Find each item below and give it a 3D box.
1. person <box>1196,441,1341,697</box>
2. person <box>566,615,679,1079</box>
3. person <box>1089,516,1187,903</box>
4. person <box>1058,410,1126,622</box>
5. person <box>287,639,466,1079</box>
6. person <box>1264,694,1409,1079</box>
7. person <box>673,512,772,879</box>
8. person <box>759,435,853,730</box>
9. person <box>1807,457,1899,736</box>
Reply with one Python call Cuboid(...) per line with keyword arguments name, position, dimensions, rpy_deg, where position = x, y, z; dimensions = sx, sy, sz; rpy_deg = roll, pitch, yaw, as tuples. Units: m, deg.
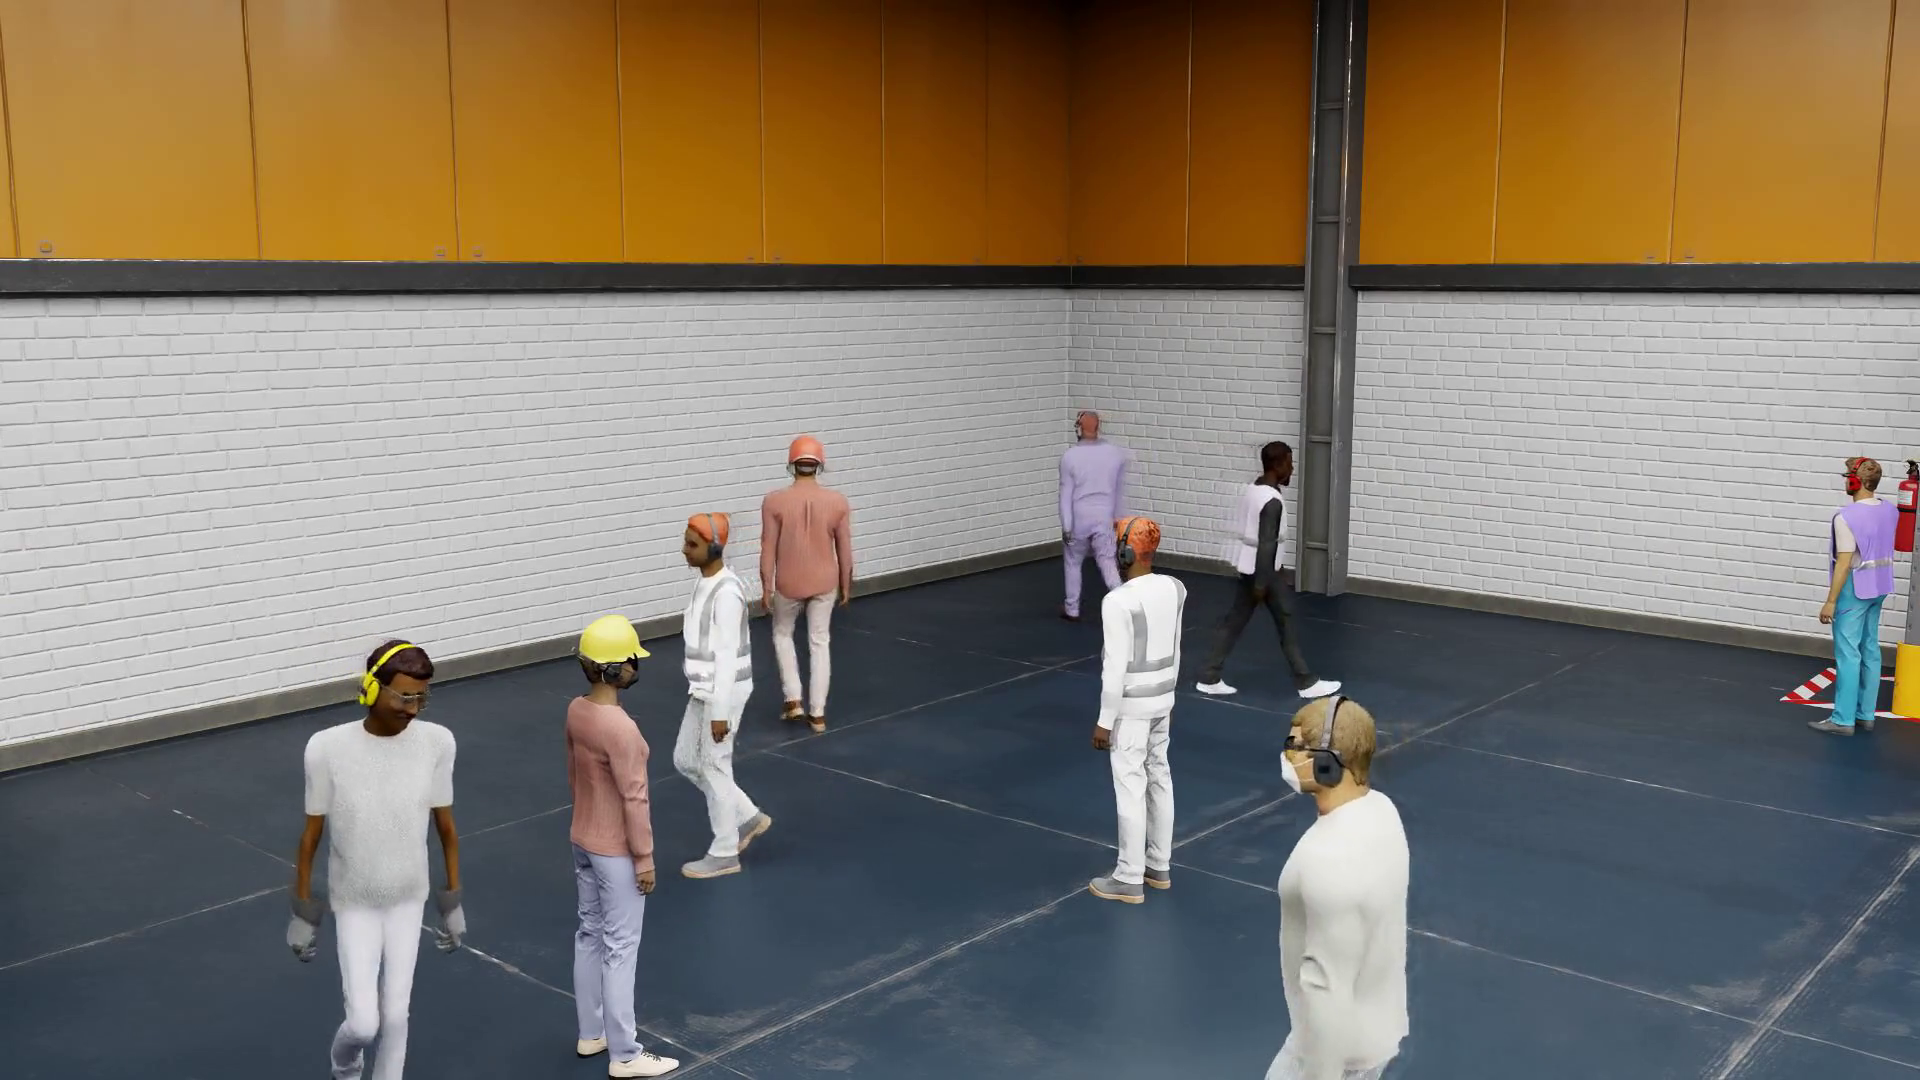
Cuboid(name="person", position=(2.191, 0.217, 11.929), dimensions=(1.022, 1.863, 0.610), rpy_deg=(-1, 9, -6))
Cuboid(name="person", position=(-1.308, 1.157, 6.315), dimensions=(0.311, 1.769, 0.525), rpy_deg=(-7, 11, -38))
Cuboid(name="person", position=(0.857, 0.818, 8.081), dimensions=(0.356, 1.883, 0.574), rpy_deg=(8, 12, 41))
Cuboid(name="person", position=(1.143, -0.182, 14.347), dimensions=(0.642, 1.881, 0.817), rpy_deg=(-3, 10, -18))
Cuboid(name="person", position=(-1.980, 1.229, 5.633), dimensions=(0.578, 1.835, 0.461), rpy_deg=(-6, 11, -32))
Cuboid(name="person", position=(1.055, 1.366, 4.497), dimensions=(0.501, 1.928, 0.627), rpy_deg=(5, 10, 27))
Cuboid(name="person", position=(-1.238, 0.779, 8.366), dimensions=(0.427, 1.865, 0.599), rpy_deg=(-3, 10, -20))
Cuboid(name="person", position=(-1.037, 0.279, 11.163), dimensions=(0.646, 1.971, 0.527), rpy_deg=(-3, 9, -16))
Cuboid(name="person", position=(5.923, 0.375, 10.971), dimensions=(0.563, 1.847, 0.390), rpy_deg=(-5, 10, -29))
